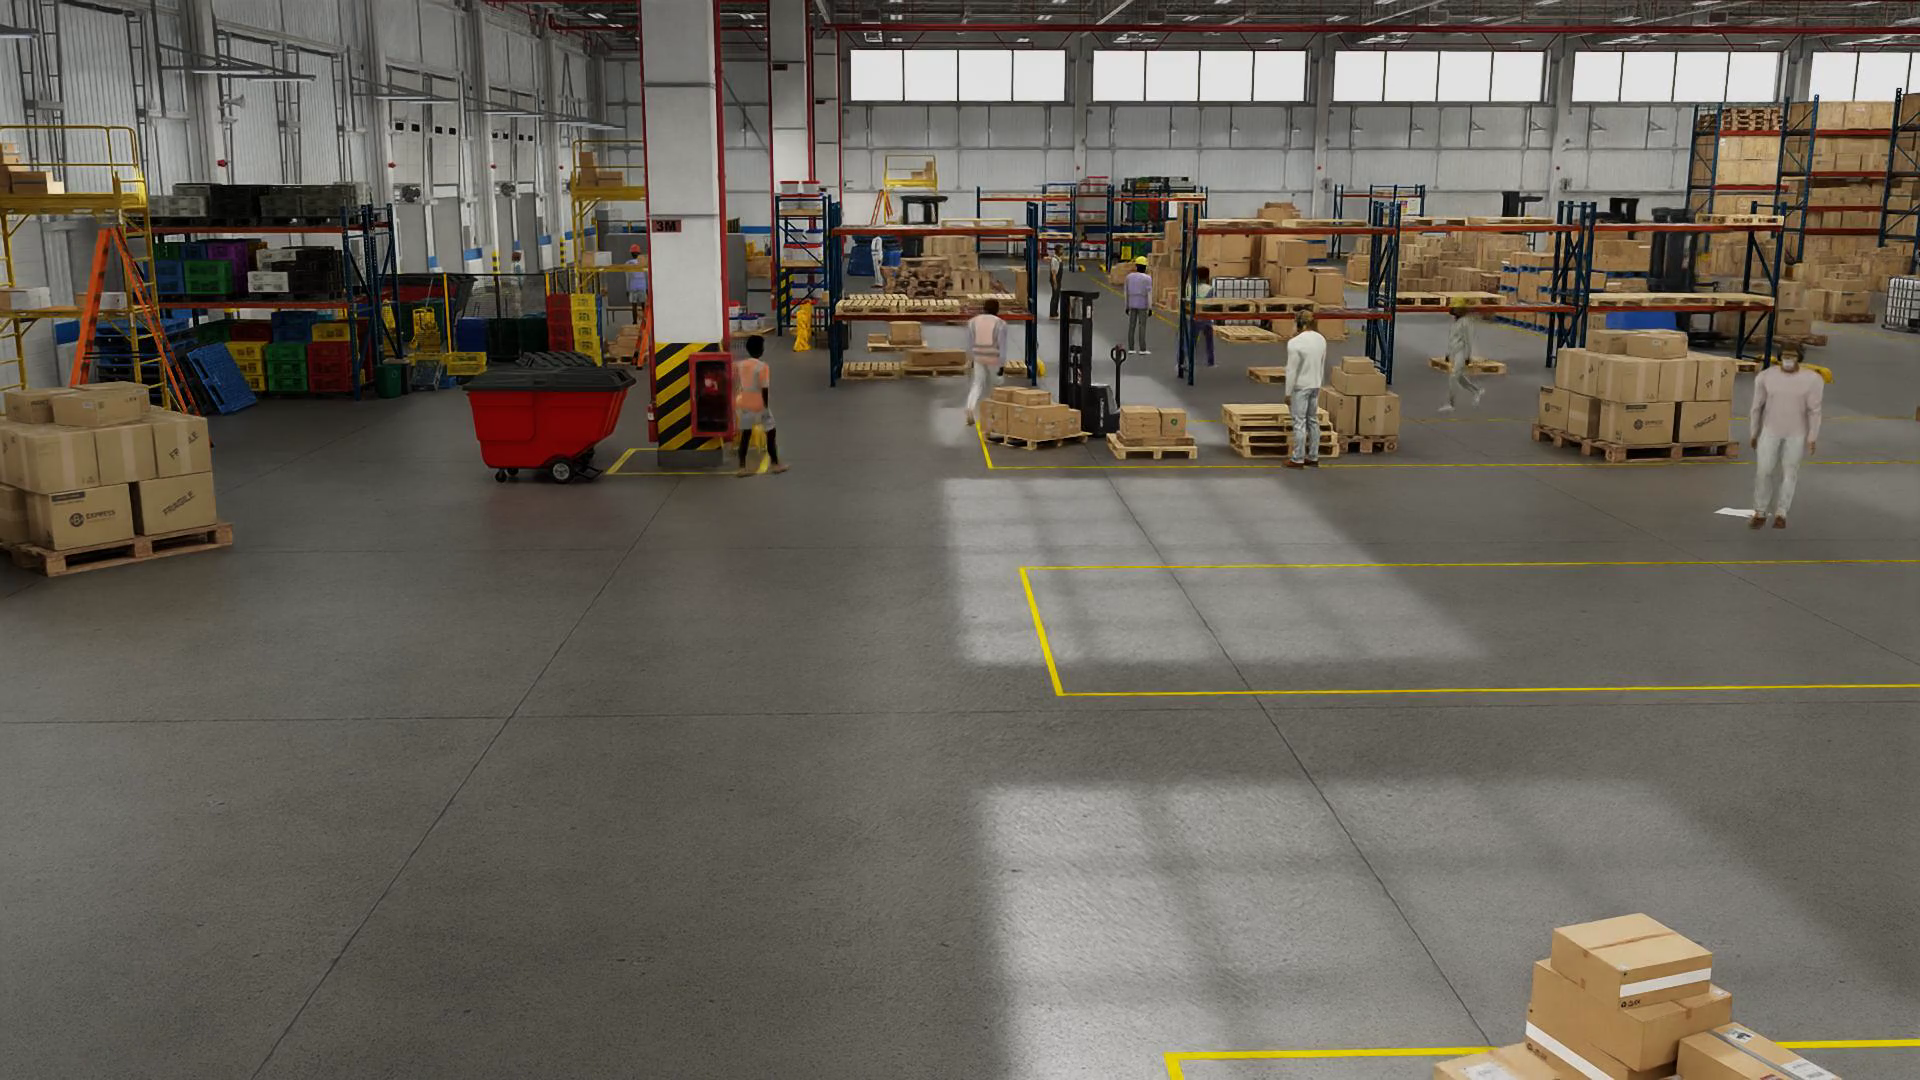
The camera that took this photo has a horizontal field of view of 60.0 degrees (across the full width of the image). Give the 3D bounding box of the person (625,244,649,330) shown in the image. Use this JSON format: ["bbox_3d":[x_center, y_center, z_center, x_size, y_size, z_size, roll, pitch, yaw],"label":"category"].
[{"bbox_3d":[-7.306,-5.714,37.658,0.545,1.942,0.352,-7,14,-28],"label":"person"}]

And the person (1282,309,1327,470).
[{"bbox_3d":[4.152,-1.811,20.068,0.630,1.931,0.367,-10,16,-38],"label":"person"}]

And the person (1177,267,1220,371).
[{"bbox_3d":[4.306,-3.987,30.006,0.966,1.883,0.602,-9,15,-36],"label":"person"}]

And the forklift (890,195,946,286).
[{"bbox_3d":[-1.333,-9.311,51.759,1.129,2.768,1.873,-7,14,-29],"label":"forklift"}]

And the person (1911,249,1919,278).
[{"bbox_3d":[25.659,-7.146,44.312,0.550,1.858,0.491,2,13,10],"label":"person"}]

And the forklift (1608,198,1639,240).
[{"bbox_3d":[18.588,-8.214,46.809,1.873,2.768,1.129,-3,13,-11],"label":"forklift"}]

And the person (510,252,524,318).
[{"bbox_3d":[-10.844,-6.235,40.720,0.314,1.634,0.516,-7,14,-27],"label":"person"}]

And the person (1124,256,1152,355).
[{"bbox_3d":[3.520,-4.602,32.690,0.591,1.916,0.389,9,15,35],"label":"person"}]

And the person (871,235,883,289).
[{"bbox_3d":[-2.555,-8.668,51.147,0.343,1.881,0.580,-5,14,-23],"label":"person"}]

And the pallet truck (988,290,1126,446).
[{"bbox_3d":[1.257,-2.299,22.111,1.885,1.965,0.823,-9,15,-35],"label":"pallet truck"}]

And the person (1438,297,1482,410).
[{"bbox_3d":[7.597,-2.809,25.075,0.721,1.716,0.496,-3,13,-12],"label":"person"}]

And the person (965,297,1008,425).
[{"bbox_3d":[0.377,-2.543,23.649,0.634,1.817,0.856,6,14,24],"label":"person"}]

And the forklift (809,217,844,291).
[{"bbox_3d":[-4.375,-8.619,48.637,1.873,2.768,1.129,0,12,-2],"label":"forklift"}]

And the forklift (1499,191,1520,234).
[{"bbox_3d":[20.744,-11.779,62.905,1.873,2.768,1.129,0,12,-2],"label":"forklift"}]

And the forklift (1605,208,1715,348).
[{"bbox_3d":[14.290,-5.332,33.794,1.873,2.768,1.129,0,12,-2],"label":"forklift"}]

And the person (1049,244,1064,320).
[{"bbox_3d":[2.346,-6.241,40.291,0.343,1.839,0.502,3,13,14],"label":"person"}]

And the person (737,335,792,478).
[{"bbox_3d":[-2.334,-1.580,19.613,0.553,1.664,0.783,11,16,40],"label":"person"}]

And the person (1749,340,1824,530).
[{"bbox_3d":[8.198,-1.029,16.563,0.649,1.912,0.720,7,14,30],"label":"person"}]
